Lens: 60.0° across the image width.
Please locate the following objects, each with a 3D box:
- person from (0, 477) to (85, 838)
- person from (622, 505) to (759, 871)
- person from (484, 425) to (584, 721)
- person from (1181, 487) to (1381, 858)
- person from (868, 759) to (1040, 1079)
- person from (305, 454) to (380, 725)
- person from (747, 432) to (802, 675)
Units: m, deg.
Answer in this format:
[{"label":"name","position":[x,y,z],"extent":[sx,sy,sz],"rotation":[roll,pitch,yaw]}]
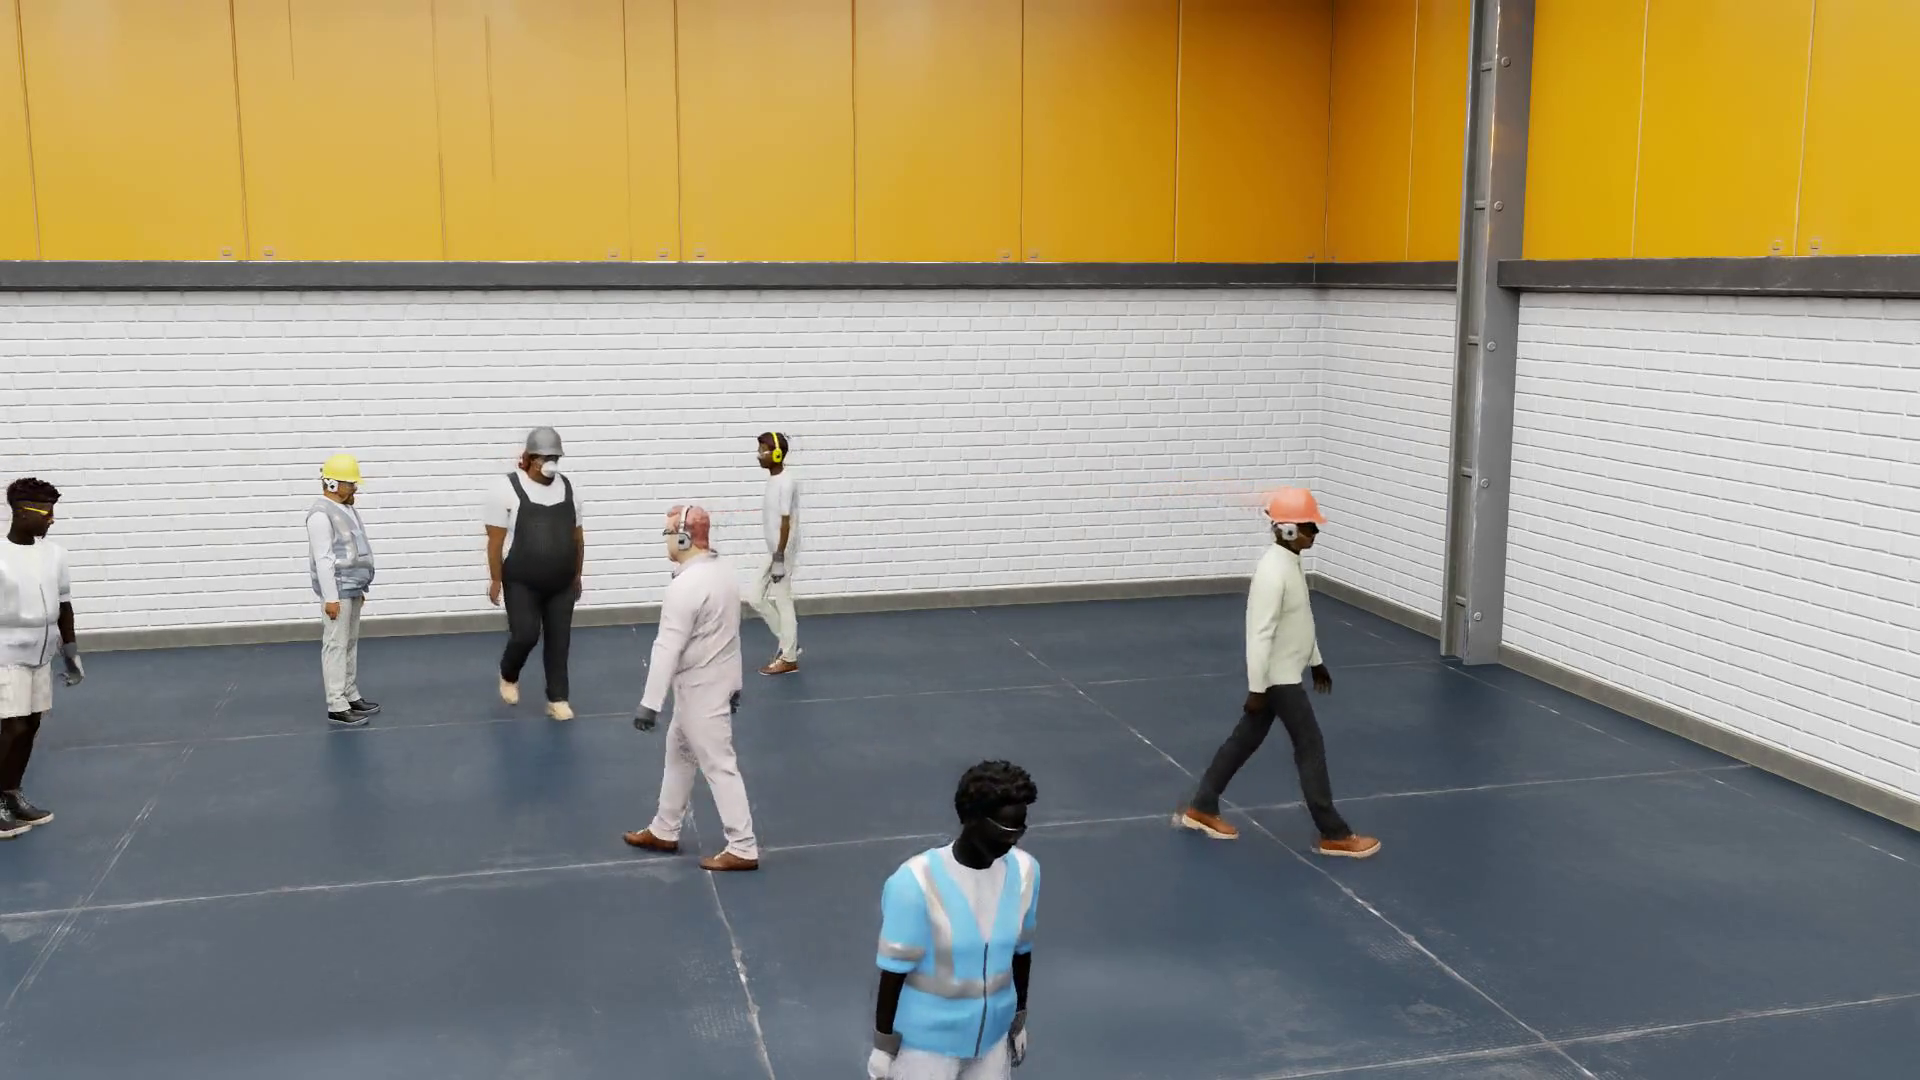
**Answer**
[{"label":"person","position":[-5.126,0.623,9.075],"extent":[0.449,1.934,0.652],"rotation":[2,9,14]},{"label":"person","position":[-1.428,0.759,8.431],"extent":[0.906,1.869,0.660],"rotation":[1,9,8]},{"label":"person","position":[-2.854,0.216,11.271],"extent":[0.708,2.000,0.630],"rotation":[-7,12,-37]},{"label":"person","position":[1.660,0.680,8.717],"extent":[1.048,1.948,0.602],"rotation":[2,9,13]},{"label":"person","position":[-0.049,1.426,4.863],"extent":[0.588,1.662,0.516],"rotation":[-6,11,-32]},{"label":"person","position":[-4.168,0.327,11.254],"extent":[0.403,1.825,0.586],"rotation":[-1,9,-3]},{"label":"person","position":[-1.396,0.109,12.514],"extent":[0.400,1.854,0.554],"rotation":[-4,10,-22]}]
